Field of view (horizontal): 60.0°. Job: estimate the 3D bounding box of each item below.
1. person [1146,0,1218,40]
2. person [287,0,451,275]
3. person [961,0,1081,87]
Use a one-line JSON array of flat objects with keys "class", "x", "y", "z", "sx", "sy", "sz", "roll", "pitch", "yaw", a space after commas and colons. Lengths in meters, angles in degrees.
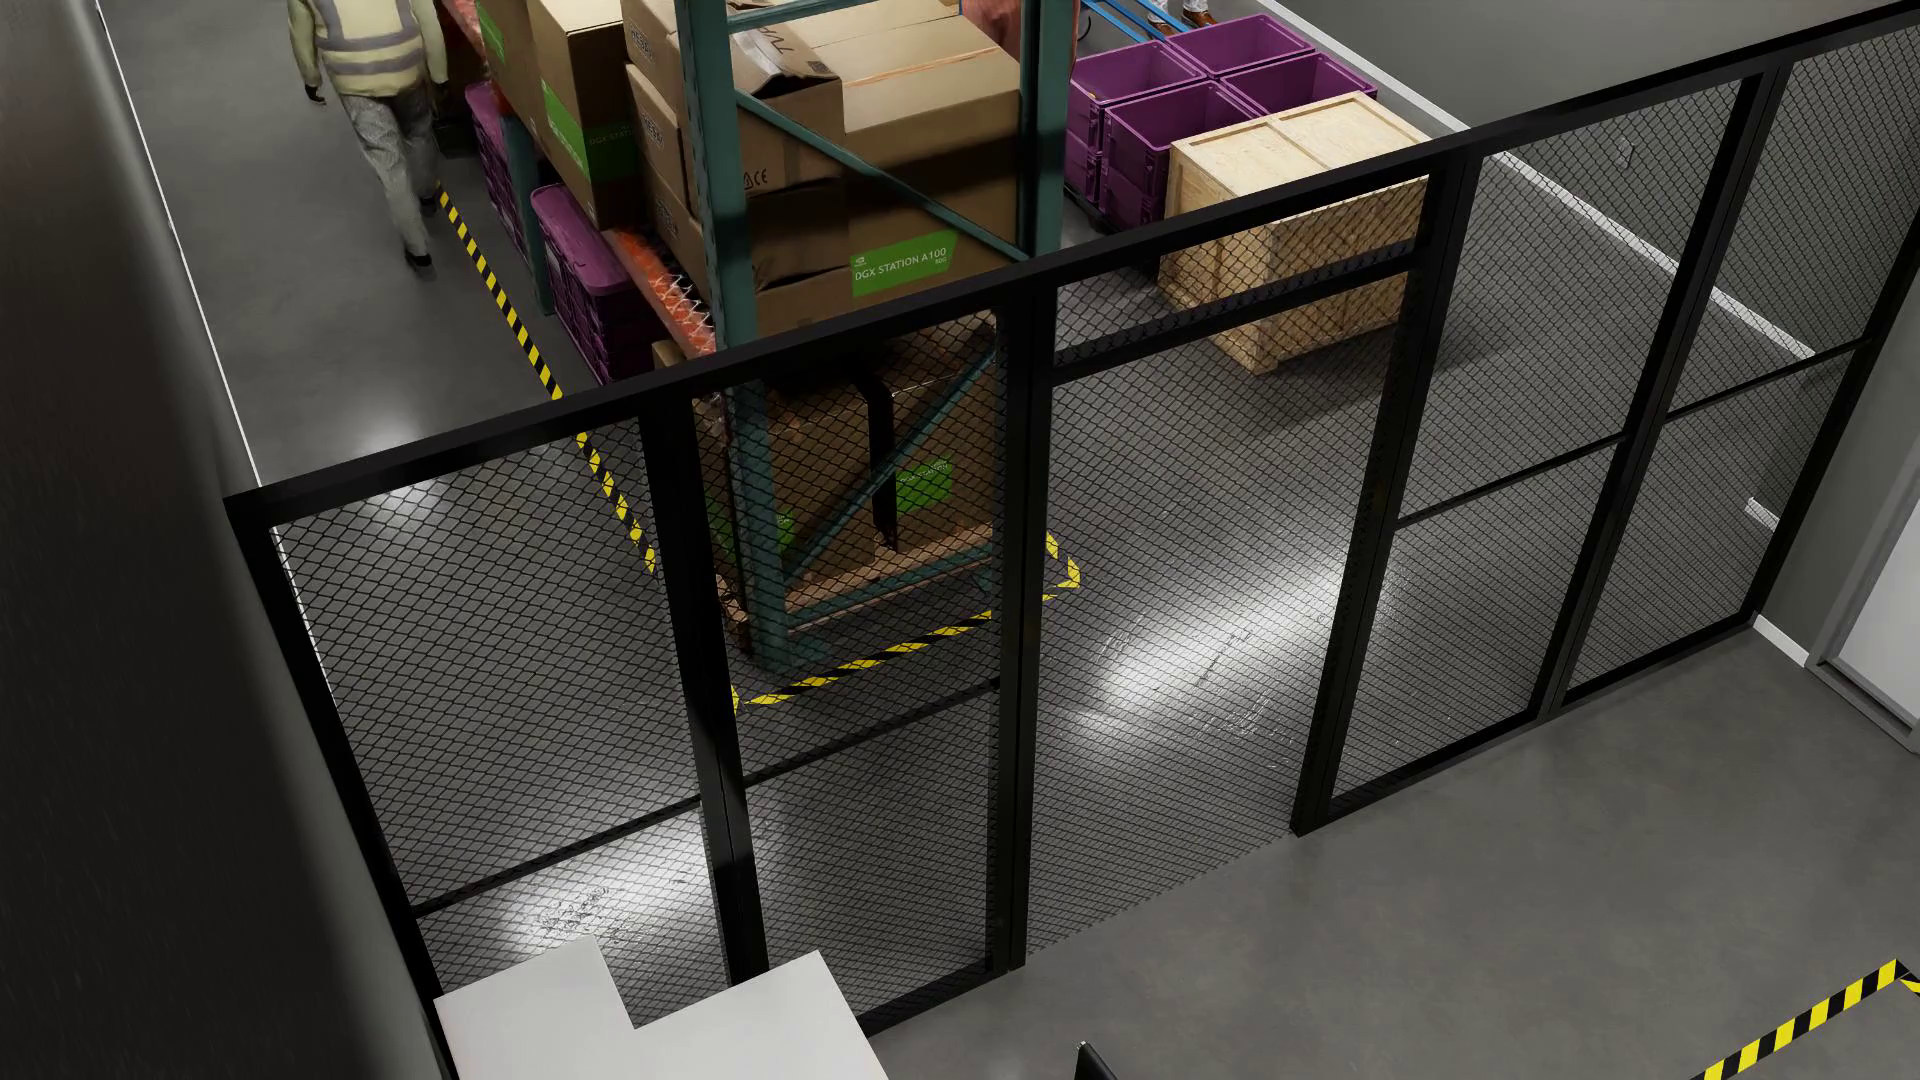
[{"class": "person", "x": 1.285, "y": -3.623, "z": 8.908, "sx": 0.632, "sy": 1.938, "sz": 0.359, "roll": -21, "pitch": 46, "yaw": -21}, {"class": "person", "x": -2.612, "y": -2.127, "z": 7.371, "sx": 0.615, "sy": 1.790, "sz": 0.871, "roll": -19, "pitch": 46, "yaw": -19}, {"class": "person", "x": 0.227, "y": -1.810, "z": 6.885, "sx": 0.611, "sy": 1.995, "sz": 0.381, "roll": -32, "pitch": 51, "yaw": -30}]
